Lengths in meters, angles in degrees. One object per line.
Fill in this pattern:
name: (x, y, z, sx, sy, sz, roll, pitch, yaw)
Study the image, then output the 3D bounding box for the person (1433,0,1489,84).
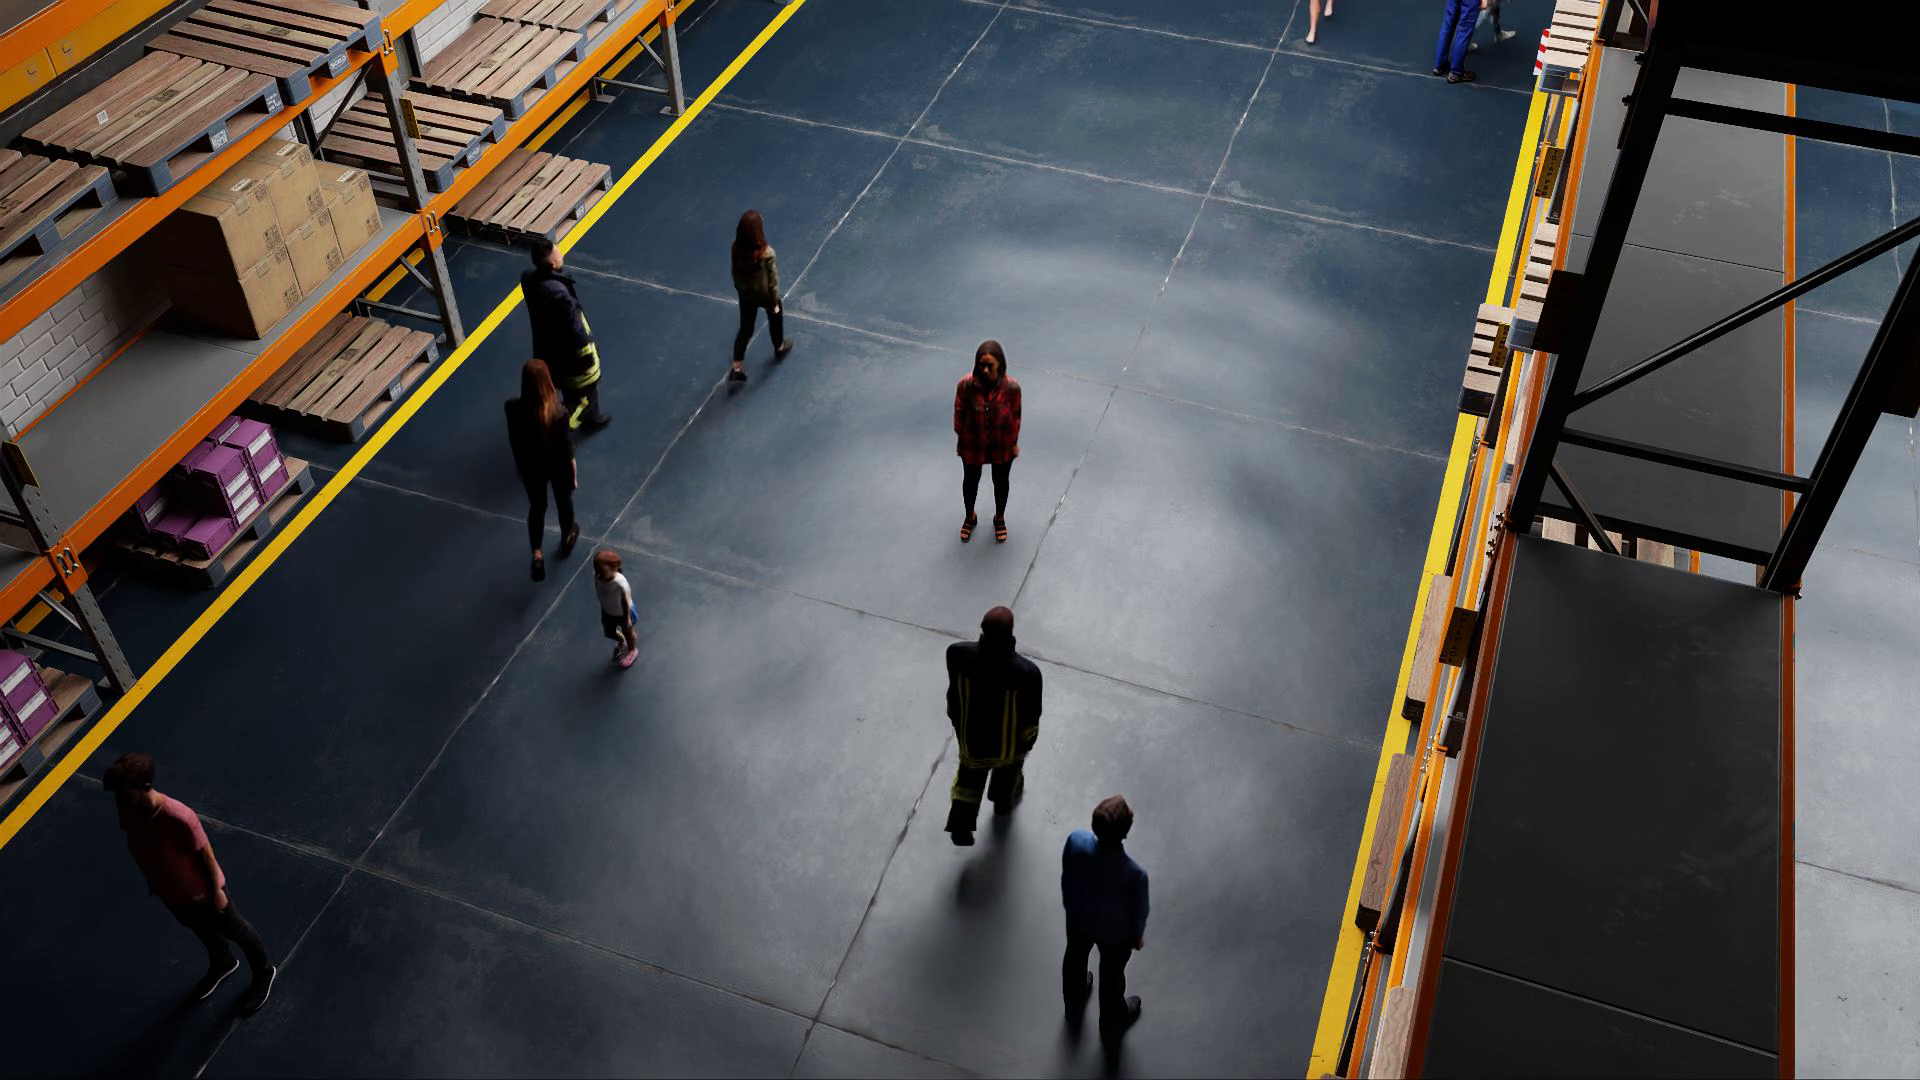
person: (4.991, -5.440, 16.351, 0.838, 1.888, 0.791, -22, 48, -21)

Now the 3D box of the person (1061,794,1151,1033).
person: (0.735, 1.949, 8.645, 0.715, 1.819, 0.673, 28, 50, 26)

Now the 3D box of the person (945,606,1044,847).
person: (0.170, 1.090, 9.558, 0.735, 1.803, 1.021, 15, 46, 16)

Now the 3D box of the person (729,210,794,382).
person: (-1.617, -1.860, 12.915, 0.653, 1.445, 1.013, 18, 46, 18)

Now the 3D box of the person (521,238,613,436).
person: (-2.953, -1.382, 12.129, 0.998, 1.837, 1.138, 35, 53, 31)

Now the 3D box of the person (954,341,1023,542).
person: (0.196, -0.680, 11.489, 0.673, 1.702, 0.642, 3, 44, 3)

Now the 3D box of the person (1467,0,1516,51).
person: (5.396, -5.585, 16.955, 0.914, 1.266, 0.908, -13, 45, -13)

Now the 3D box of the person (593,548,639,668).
person: (-2.202, 0.405, 10.849, 0.435, 1.014, 0.436, 18, 47, 18)

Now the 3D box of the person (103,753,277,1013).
person: (-4.043, 1.774, 8.728, 0.628, 1.958, 0.561, 11, 45, 11)

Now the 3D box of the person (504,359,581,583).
person: (-2.823, -0.437, 11.245, 0.806, 1.689, 1.049, 2, 44, 2)
